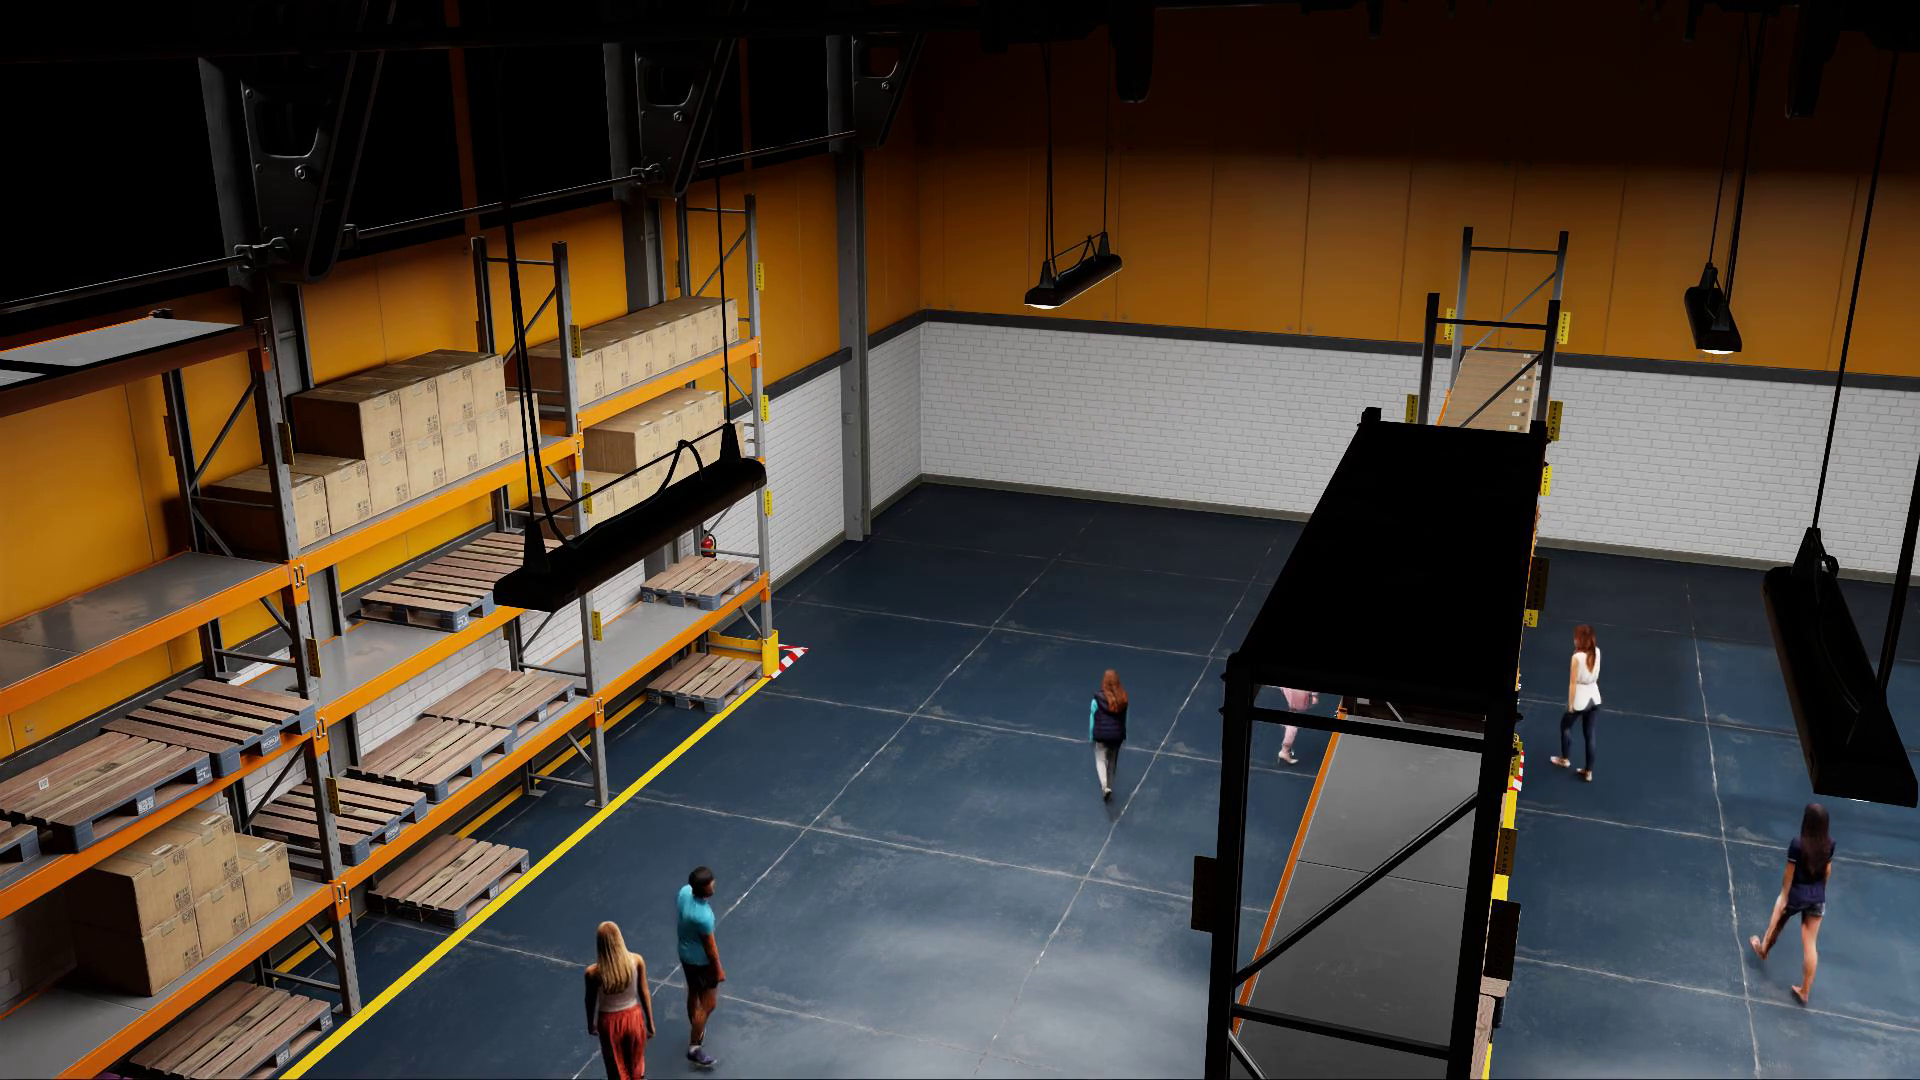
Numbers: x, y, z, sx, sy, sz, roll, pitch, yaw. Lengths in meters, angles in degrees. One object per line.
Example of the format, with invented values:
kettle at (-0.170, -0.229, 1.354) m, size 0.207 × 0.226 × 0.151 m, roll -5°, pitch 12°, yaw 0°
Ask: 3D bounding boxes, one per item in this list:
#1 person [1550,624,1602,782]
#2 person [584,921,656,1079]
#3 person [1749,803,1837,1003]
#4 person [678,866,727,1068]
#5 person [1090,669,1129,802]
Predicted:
person at (6.851, 1.805, 18.093) m, size 0.846 × 1.758 × 0.927 m, roll -4°, pitch 19°, yaw -13°
person at (-2.511, 3.730, 12.376) m, size 1.146 × 1.759 × 1.249 m, roll -6°, pitch 20°, yaw -18°
person at (7.245, 3.130, 14.214) m, size 0.854 × 1.723 × 1.150 m, roll 0°, pitch 19°, yaw 0°
person at (-2.154, 3.368, 13.476) m, size 0.825 × 1.744 × 0.822 m, roll 15°, pitch 24°, yaw 38°
person at (1.588, 2.098, 17.649) m, size 0.749 × 1.487 × 0.872 m, roll -2°, pitch 19°, yaw -5°
